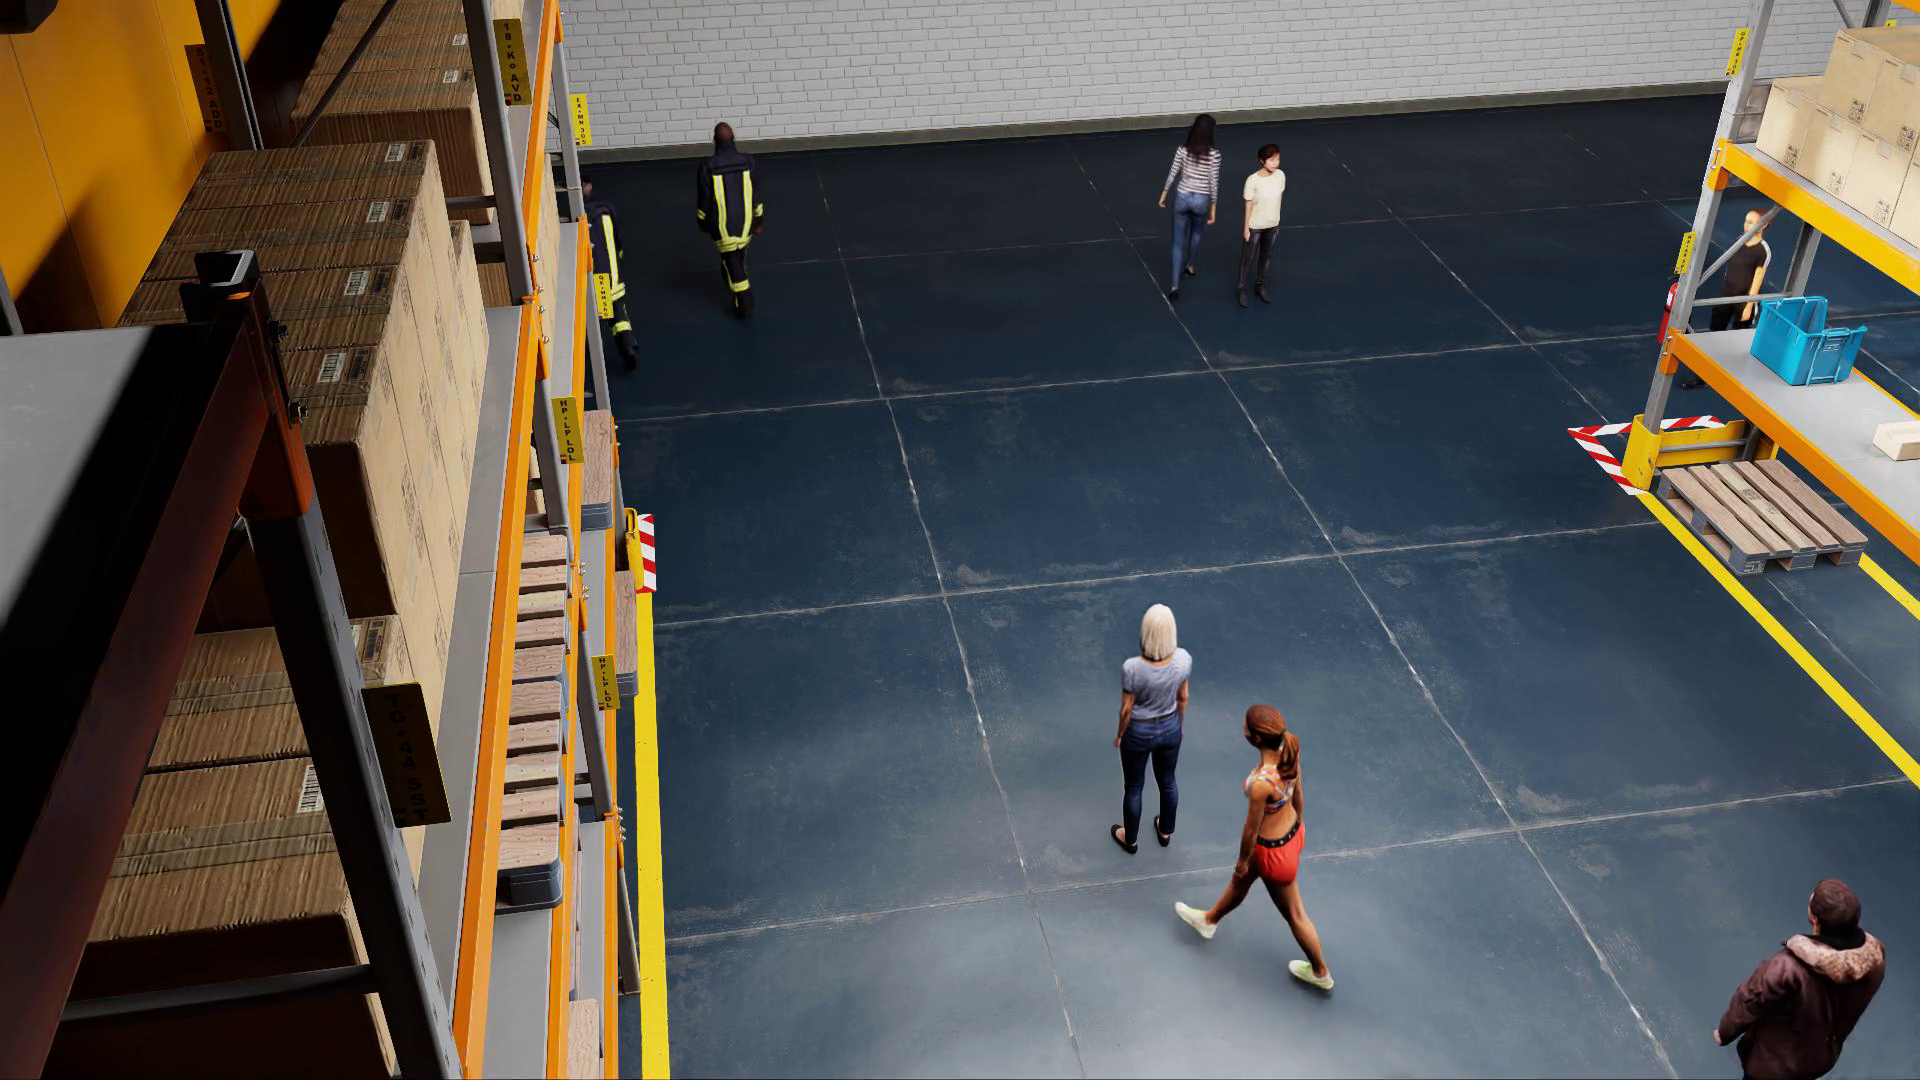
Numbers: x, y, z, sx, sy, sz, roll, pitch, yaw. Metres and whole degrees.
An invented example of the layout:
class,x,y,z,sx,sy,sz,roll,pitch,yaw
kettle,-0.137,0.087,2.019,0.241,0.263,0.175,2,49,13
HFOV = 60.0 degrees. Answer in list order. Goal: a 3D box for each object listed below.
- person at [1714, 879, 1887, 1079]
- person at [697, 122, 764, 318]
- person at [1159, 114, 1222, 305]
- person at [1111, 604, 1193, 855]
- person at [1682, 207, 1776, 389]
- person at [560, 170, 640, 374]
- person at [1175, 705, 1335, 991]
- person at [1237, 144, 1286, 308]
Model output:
class,x,y,z,sx,sy,sz,roll,pitch,yaw
person,3.797,2.332,7.495,0.793,1.826,0.759,-10,35,-15
person,-2.109,-2.960,15.503,0.964,1.775,1.275,-15,36,-21
person,2.180,-3.083,15.709,0.943,1.752,1.095,4,34,6
person,1.095,1.081,9.471,0.593,1.722,0.530,-9,35,-13
person,6.739,-2.056,14.255,0.785,1.652,0.952,-12,35,-17
person,-3.146,-2.323,14.495,0.944,1.831,1.151,-17,37,-24
person,1.710,1.654,8.613,1.184,1.718,1.163,21,39,28
person,2.843,-2.978,15.703,0.633,1.584,0.562,-14,36,-20
